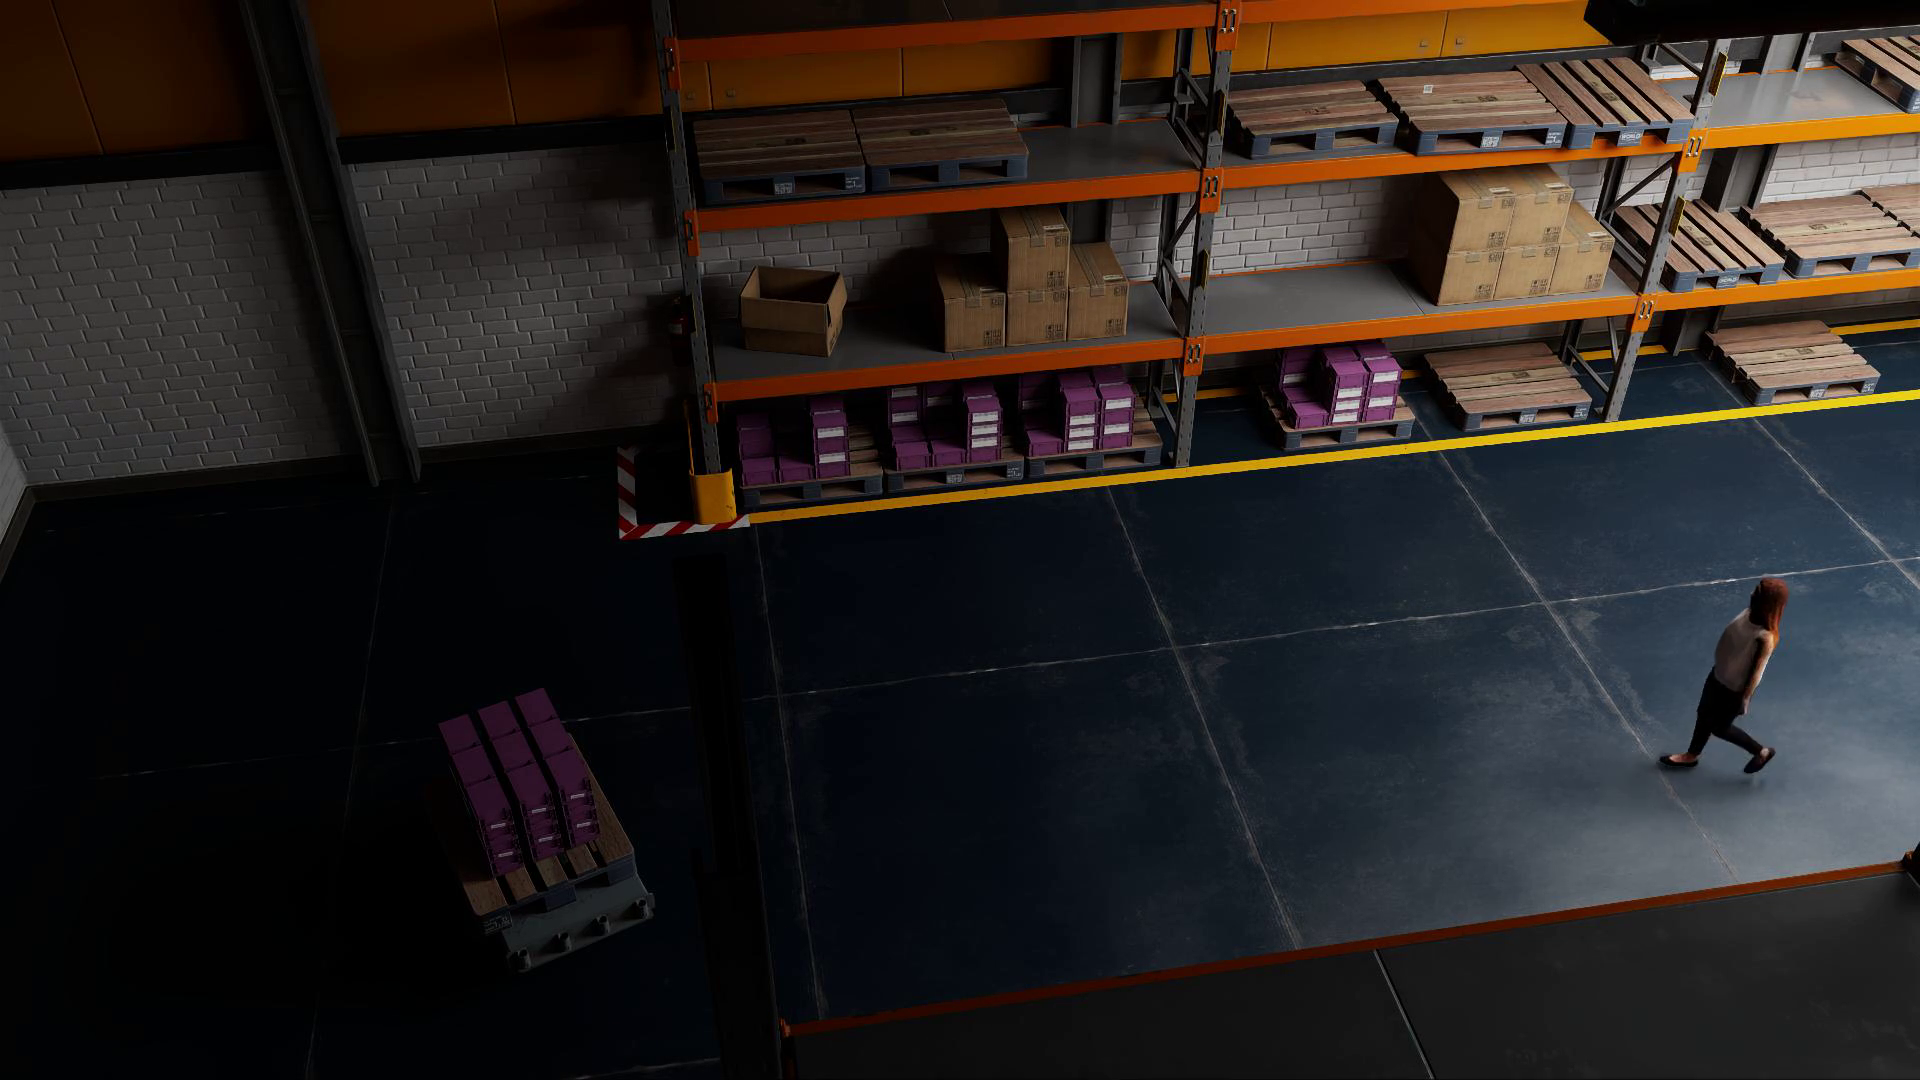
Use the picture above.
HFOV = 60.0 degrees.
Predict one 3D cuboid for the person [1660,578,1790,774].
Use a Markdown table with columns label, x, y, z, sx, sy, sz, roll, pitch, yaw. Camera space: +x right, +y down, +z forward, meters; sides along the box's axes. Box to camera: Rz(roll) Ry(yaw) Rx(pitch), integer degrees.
| label | x | y | z | sx | sy | sz | roll | pitch | yaw |
| --- | --- | --- | --- | --- | --- | --- | --- | --- | --- |
| person | 5.236 | 0.944 | 11.081 | 0.990 | 1.707 | 0.760 | 6 | 39 | 7 |
